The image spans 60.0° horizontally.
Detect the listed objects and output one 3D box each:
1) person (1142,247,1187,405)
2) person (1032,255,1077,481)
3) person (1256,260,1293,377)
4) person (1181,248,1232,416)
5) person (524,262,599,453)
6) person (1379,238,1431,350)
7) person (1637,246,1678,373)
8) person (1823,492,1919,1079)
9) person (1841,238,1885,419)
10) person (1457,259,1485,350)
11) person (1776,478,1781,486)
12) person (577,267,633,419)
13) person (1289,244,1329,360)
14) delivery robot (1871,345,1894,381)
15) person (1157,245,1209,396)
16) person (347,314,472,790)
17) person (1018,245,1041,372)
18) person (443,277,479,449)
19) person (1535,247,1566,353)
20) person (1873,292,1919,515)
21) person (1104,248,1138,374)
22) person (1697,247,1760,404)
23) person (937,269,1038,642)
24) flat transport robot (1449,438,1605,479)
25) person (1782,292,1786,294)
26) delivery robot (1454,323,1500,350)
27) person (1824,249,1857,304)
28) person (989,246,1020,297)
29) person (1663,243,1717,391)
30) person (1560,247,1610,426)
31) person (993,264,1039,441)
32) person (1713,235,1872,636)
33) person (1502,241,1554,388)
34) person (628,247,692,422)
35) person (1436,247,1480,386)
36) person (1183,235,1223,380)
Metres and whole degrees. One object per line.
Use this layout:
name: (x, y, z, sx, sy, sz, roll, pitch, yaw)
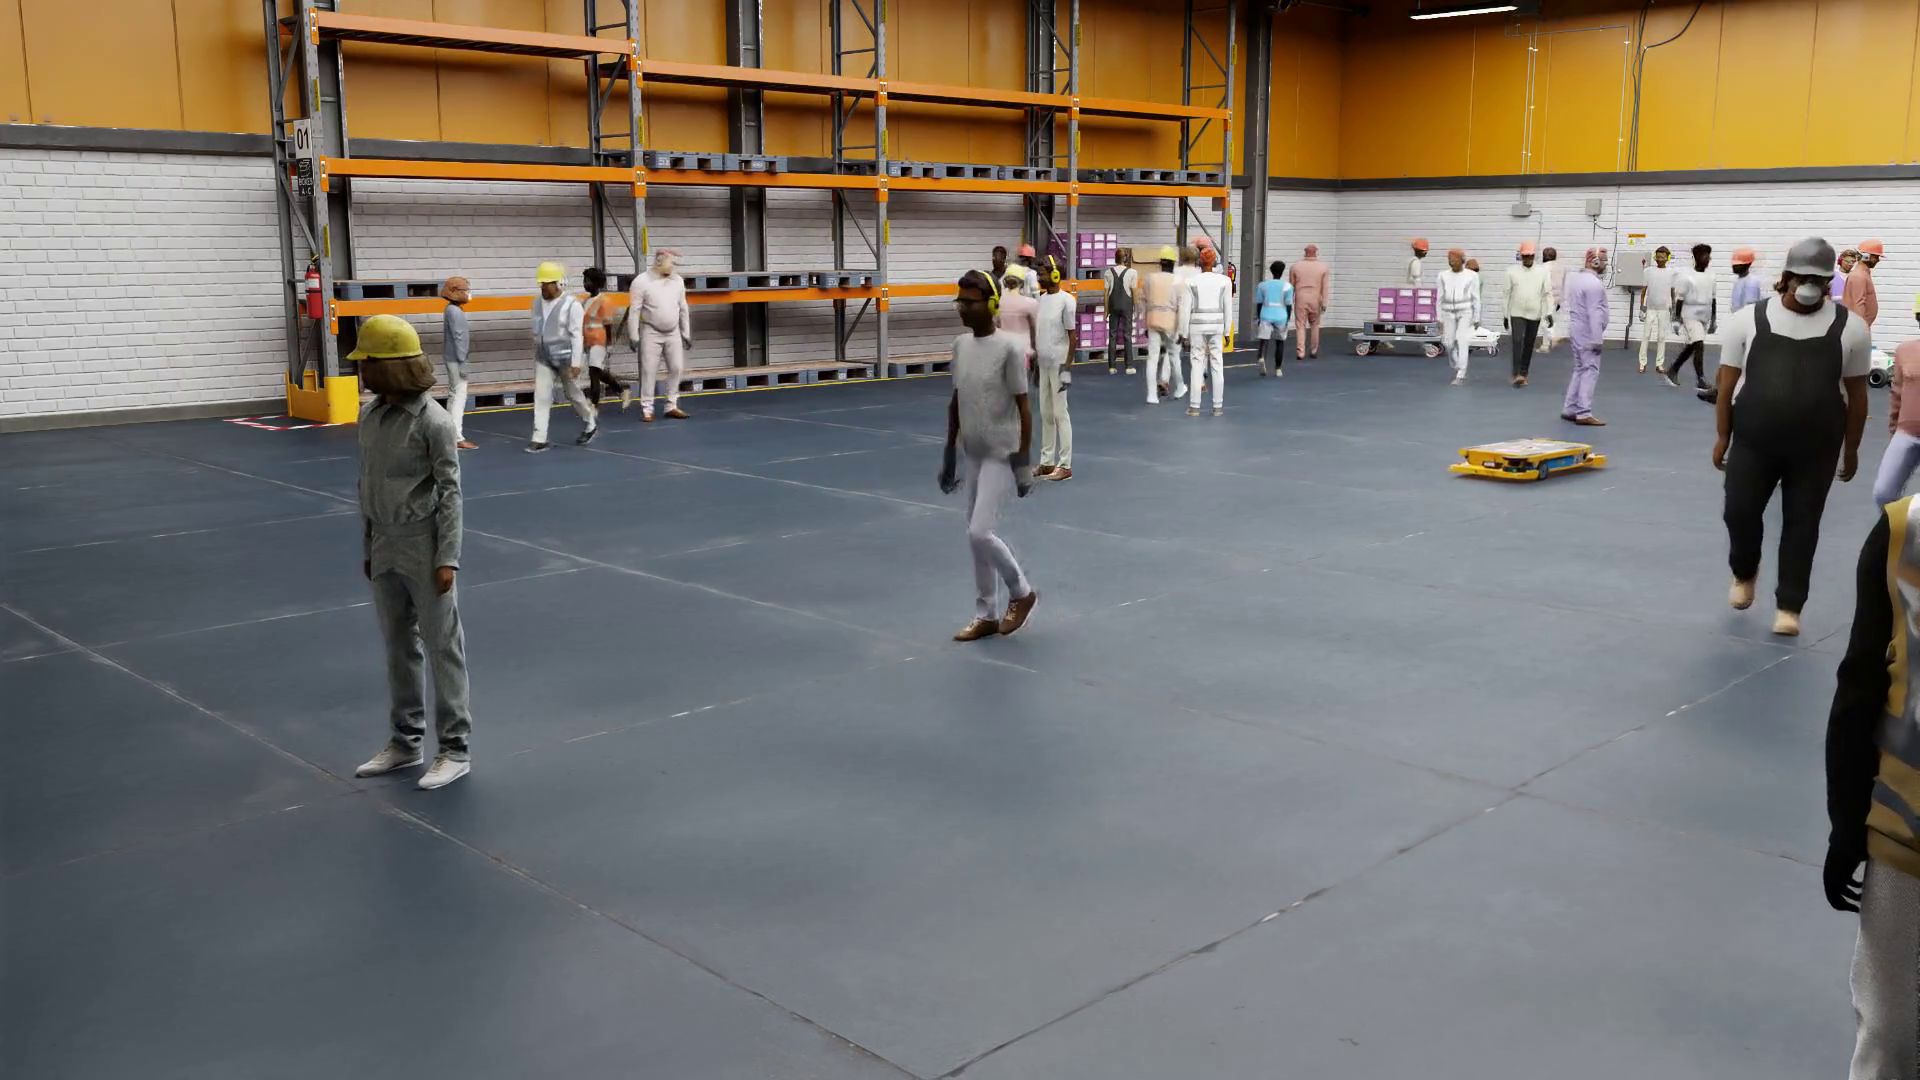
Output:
person: (2.494, -2.600, 20.172, 0.592, 1.880, 0.971, 4, 11, 22)
person: (0.757, -1.417, 13.758, 0.327, 1.865, 0.517, -6, 12, -30)
person: (4.442, -3.126, 23.596, 0.537, 1.679, 0.705, 4, 11, 19)
person: (2.761, -2.326, 18.660, 0.573, 1.883, 0.356, 0, 10, -2)
person: (-3.780, -1.740, 15.766, 0.597, 1.782, 0.935, 4, 11, 22)
person: (7.935, -4.330, 29.331, 1.033, 1.997, 0.616, 3, 11, 13)
person: (10.266, -3.381, 24.474, 0.518, 1.862, 0.326, 3, 11, 15)
person: (1.864, 0.575, 2.953, 0.619, 1.845, 0.430, 6, 12, 31)
person: (9.959, -2.336, 18.426, 0.387, 1.988, 0.608, 4, 11, 22)
person: (9.078, -4.184, 29.544, 0.514, 1.603, 0.722, -5, 11, -25)
person: (6.691, -1.215, 13.326, 0.382, 1.620, 0.602, -10, 14, -42)
person: (-3.968, -2.189, 18.493, 0.719, 1.678, 0.538, -9, 14, -39)
person: (5.704, -3.895, 27.278, 0.664, 1.863, 0.982, 2, 11, 12)
delivery robot: (12.202, -2.372, 22.275, 0.477, 0.478, 0.707, -6, 12, -30)
person: (2.847, -2.777, 21.095, 0.639, 1.904, 0.978, 7, 12, 33)
person: (-2.032, 0.048, 6.103, 0.487, 1.741, 0.312, 6, 12, 31)
person: (0.959, -3.359, 24.315, 0.556, 1.870, 1.005, 9, 14, 41)
person: (-4.768, -1.677, 15.832, 0.313, 1.624, 0.501, -4, 11, -20)
person: (10.089, -4.073, 28.375, 0.642, 1.824, 0.618, -6, 12, -29)
person: (5.502, -0.575, 9.471, 0.371, 1.757, 0.530, -7, 12, -33)
person: (2.348, -3.338, 24.304, 0.507, 1.838, 0.351, 4, 11, 19)
person: (9.345, -2.549, 19.878, 0.935, 1.879, 0.561, 0, 10, -2)
person: (0.119, -0.402, 8.255, 0.396, 1.858, 0.532, -7, 13, -35)
flat transport robot: (4.858, -0.702, 14.204, 1.431, 0.197, 0.652, -9, 14, -41)
person: (8.496, -1.870, 16.989, 0.863, 1.584, 0.520, -4, 11, -21)
delivery robot: (8.658, -3.397, 27.868, 0.707, 0.478, 0.477, 6, 12, 30)
person: (11.507, -2.876, 21.782, 0.563, 1.837, 0.389, -3, 11, -15)
person: (0.599, -3.070, 22.717, 0.599, 1.886, 0.887, 7, 12, 33)
person: (9.678, -2.948, 21.938, 0.616, 1.930, 0.952, -4, 11, -23)
person: (6.713, -2.168, 17.752, 0.398, 1.899, 0.678, 1, 10, 4)
person: (0.574, -1.842, 16.442, 0.526, 1.734, 0.815, 5, 11, 25)
person: (4.231, -0.538, 8.480, 0.699, 2.000, 0.581, 5, 11, 24)
person: (7.585, -3.009, 22.228, 0.626, 1.941, 1.018, 2, 11, 10)
person: (-3.275, -2.229, 18.124, 0.729, 1.893, 0.402, -9, 13, -39)
person: (6.776, -3.037, 22.578, 0.608, 1.866, 0.552, 7, 12, 34)
person: (3.354, -3.215, 23.133, 0.616, 2.029, 0.468, 5, 11, 23)
